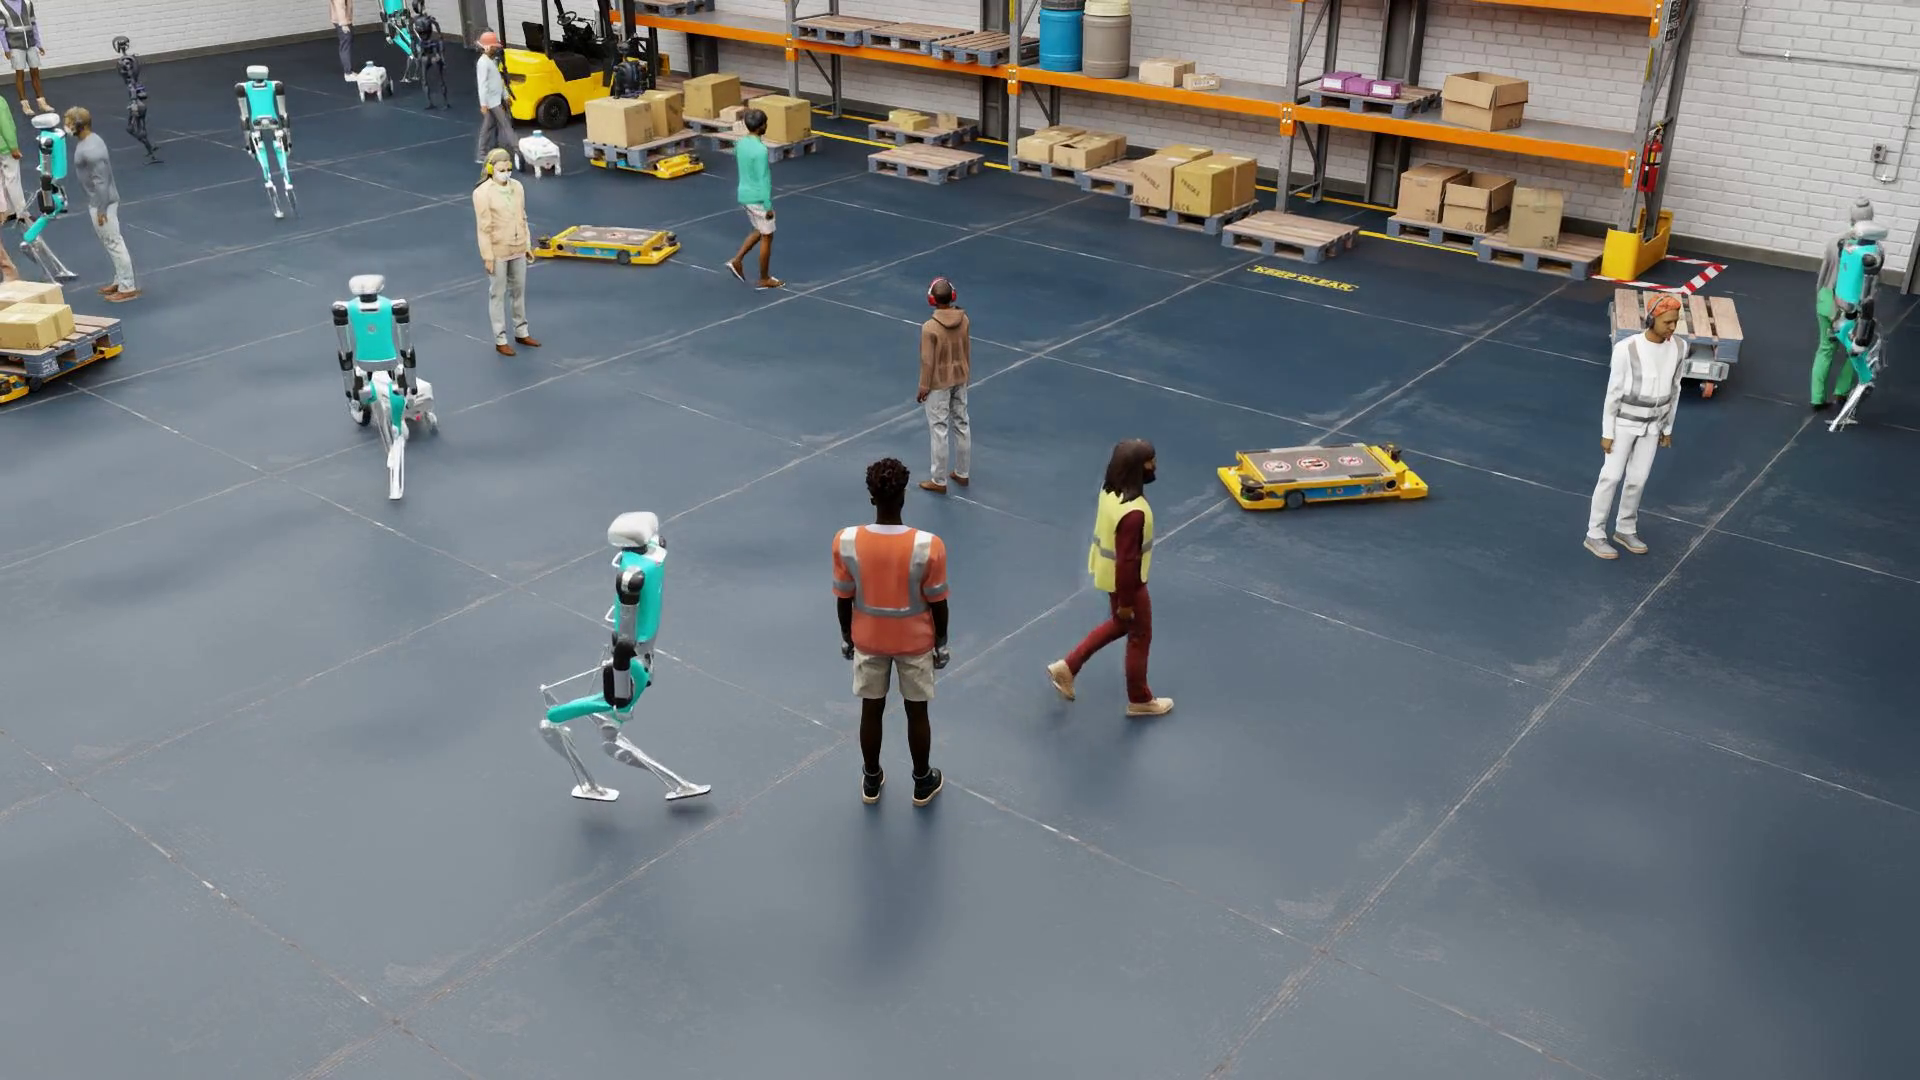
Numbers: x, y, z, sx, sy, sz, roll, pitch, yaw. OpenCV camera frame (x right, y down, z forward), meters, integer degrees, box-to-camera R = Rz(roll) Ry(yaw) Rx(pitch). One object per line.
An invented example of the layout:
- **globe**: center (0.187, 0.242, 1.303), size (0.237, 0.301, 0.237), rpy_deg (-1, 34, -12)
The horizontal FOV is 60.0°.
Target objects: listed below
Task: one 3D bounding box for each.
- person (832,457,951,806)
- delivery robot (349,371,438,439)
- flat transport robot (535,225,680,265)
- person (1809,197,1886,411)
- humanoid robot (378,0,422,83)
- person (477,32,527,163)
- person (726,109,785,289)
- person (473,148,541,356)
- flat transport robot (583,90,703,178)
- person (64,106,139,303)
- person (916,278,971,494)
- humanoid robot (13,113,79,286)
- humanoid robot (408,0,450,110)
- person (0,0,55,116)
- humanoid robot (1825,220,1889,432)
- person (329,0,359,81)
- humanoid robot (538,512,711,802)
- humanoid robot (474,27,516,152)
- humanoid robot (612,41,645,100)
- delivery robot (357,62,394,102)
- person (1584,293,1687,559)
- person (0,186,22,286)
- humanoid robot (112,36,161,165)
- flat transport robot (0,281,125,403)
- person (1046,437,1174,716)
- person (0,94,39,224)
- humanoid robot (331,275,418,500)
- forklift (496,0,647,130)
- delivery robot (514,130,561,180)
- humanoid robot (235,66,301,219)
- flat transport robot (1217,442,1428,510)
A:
- **person**: center (-0.342, 0.494, 8.598), size (0.602, 1.966, 0.368), rpy_deg (4, 26, 8)
- **delivery robot**: center (-4.650, -1.189, 13.690), size (0.774, 0.583, 0.499), rpy_deg (22, 33, 38)
- **flat transport robot**: center (-3.873, -3.247, 18.295), size (1.431, 0.231, 0.659), rpy_deg (6, 26, 13)
- **person**: center (7.402, -1.959, 13.832), size (0.524, 1.827, 0.554), rpy_deg (-18, 31, -33)
- **humanoid robot**: center (-8.909, -8.196, 26.697), size (0.735, 1.681, 0.533), rpy_deg (19, 32, 34)
- **person**: center (-6.077, -5.825, 21.975), size (0.872, 1.708, 0.568), rpy_deg (-3, 26, -7)
- **person**: center (-2.095, -3.451, 16.924), size (0.483, 1.835, 0.502), rpy_deg (-15, 30, -28)
- **person**: center (-4.155, -2.644, 15.204), size (0.400, 1.875, 0.554), rpy_deg (18, 31, 33)
- **flat transport robot**: center (-4.147, -5.006, 21.937), size (1.431, 0.231, 0.659), rpy_deg (16, 30, 30)
- **person**: center (-8.559, -3.340, 16.570), size (0.355, 1.937, 0.634), rpy_deg (-13, 29, -25)
- **person**: center (-0.104, -1.135, 12.332), size (0.461, 1.646, 0.330), rpy_deg (-19, 32, -34)
- **humanoid robot**: center (-9.427, -3.469, 17.044), size (0.757, 1.759, 0.530), rpy_deg (-4, 26, -8)
- **humanoid robot**: center (-8.040, -7.351, 25.189), size (0.609, 1.639, 0.528), rpy_deg (7, 27, 15)
- **person**: center (-14.013, -7.403, 24.863), size (0.366, 2.047, 0.605), rpy_deg (16, 30, 30)
- **humanoid robot**: center (7.327, -1.674, 13.370), size (0.739, 1.799, 0.550), rpy_deg (0, 26, -1)
- **person**: center (-10.170, -8.539, 27.417), size (0.423, 1.867, 0.798), rpy_deg (-7, 27, -15)
- **humanoid robot**: center (-1.822, 0.680, 8.489), size (0.933, 1.763, 0.531), rpy_deg (2, 26, 5)
- **humanoid robot**: center (-6.336, -6.124, 22.622), size (0.346, 1.647, 0.584), rpy_deg (15, 30, 29)
- **humanoid robot**: center (-4.332, -5.692, 21.769), size (0.738, 1.625, 0.599), rpy_deg (16, 30, 30)
- **delivery robot**: center (-9.264, -7.236, 26.238), size (0.499, 0.605, 0.799), rpy_deg (-4, 26, -8)
- **person**: center (4.615, -0.770, 11.324), size (0.565, 1.878, 0.355), rpy_deg (-7, 27, -14)
- **person**: center (-9.902, -3.309, 16.724), size (0.543, 1.750, 0.800), rpy_deg (7, 27, 15)
- **humanoid robot**: center (-10.897, -5.801, 21.966), size (0.368, 1.654, 0.615), rpy_deg (-14, 29, -26)
- **flat transport robot**: center (-8.249, -1.562, 14.806), size (0.659, 0.231, 1.431), rpy_deg (7, 27, 15)
- **person**: center (0.893, 0.229, 9.392), size (0.665, 1.754, 0.476), rpy_deg (-4, 26, -9)
- **person**: center (-11.122, -4.574, 19.302), size (0.539, 1.784, 0.385), rpy_deg (15, 30, 29)
- **humanoid robot**: center (-4.303, -1.203, 12.442), size (0.546, 1.747, 1.082), rpy_deg (-6, 26, -12)
- **forklift**: center (-5.874, -7.334, 24.552), size (1.214, 2.155, 2.313), rpy_deg (19, 32, 34)
- **delivery robot**: center (-5.472, -5.026, 21.639), size (0.499, 0.585, 0.784), rpy_deg (-14, 29, -27)
- **humanoid robot**: center (-8.000, -4.529, 19.312), size (0.541, 1.846, 0.667), rpy_deg (-12, 28, -23)
- **flat transport robot**: center (2.734, -0.483, 12.571), size (1.431, 0.231, 0.659), rpy_deg (-4, 26, -9)
